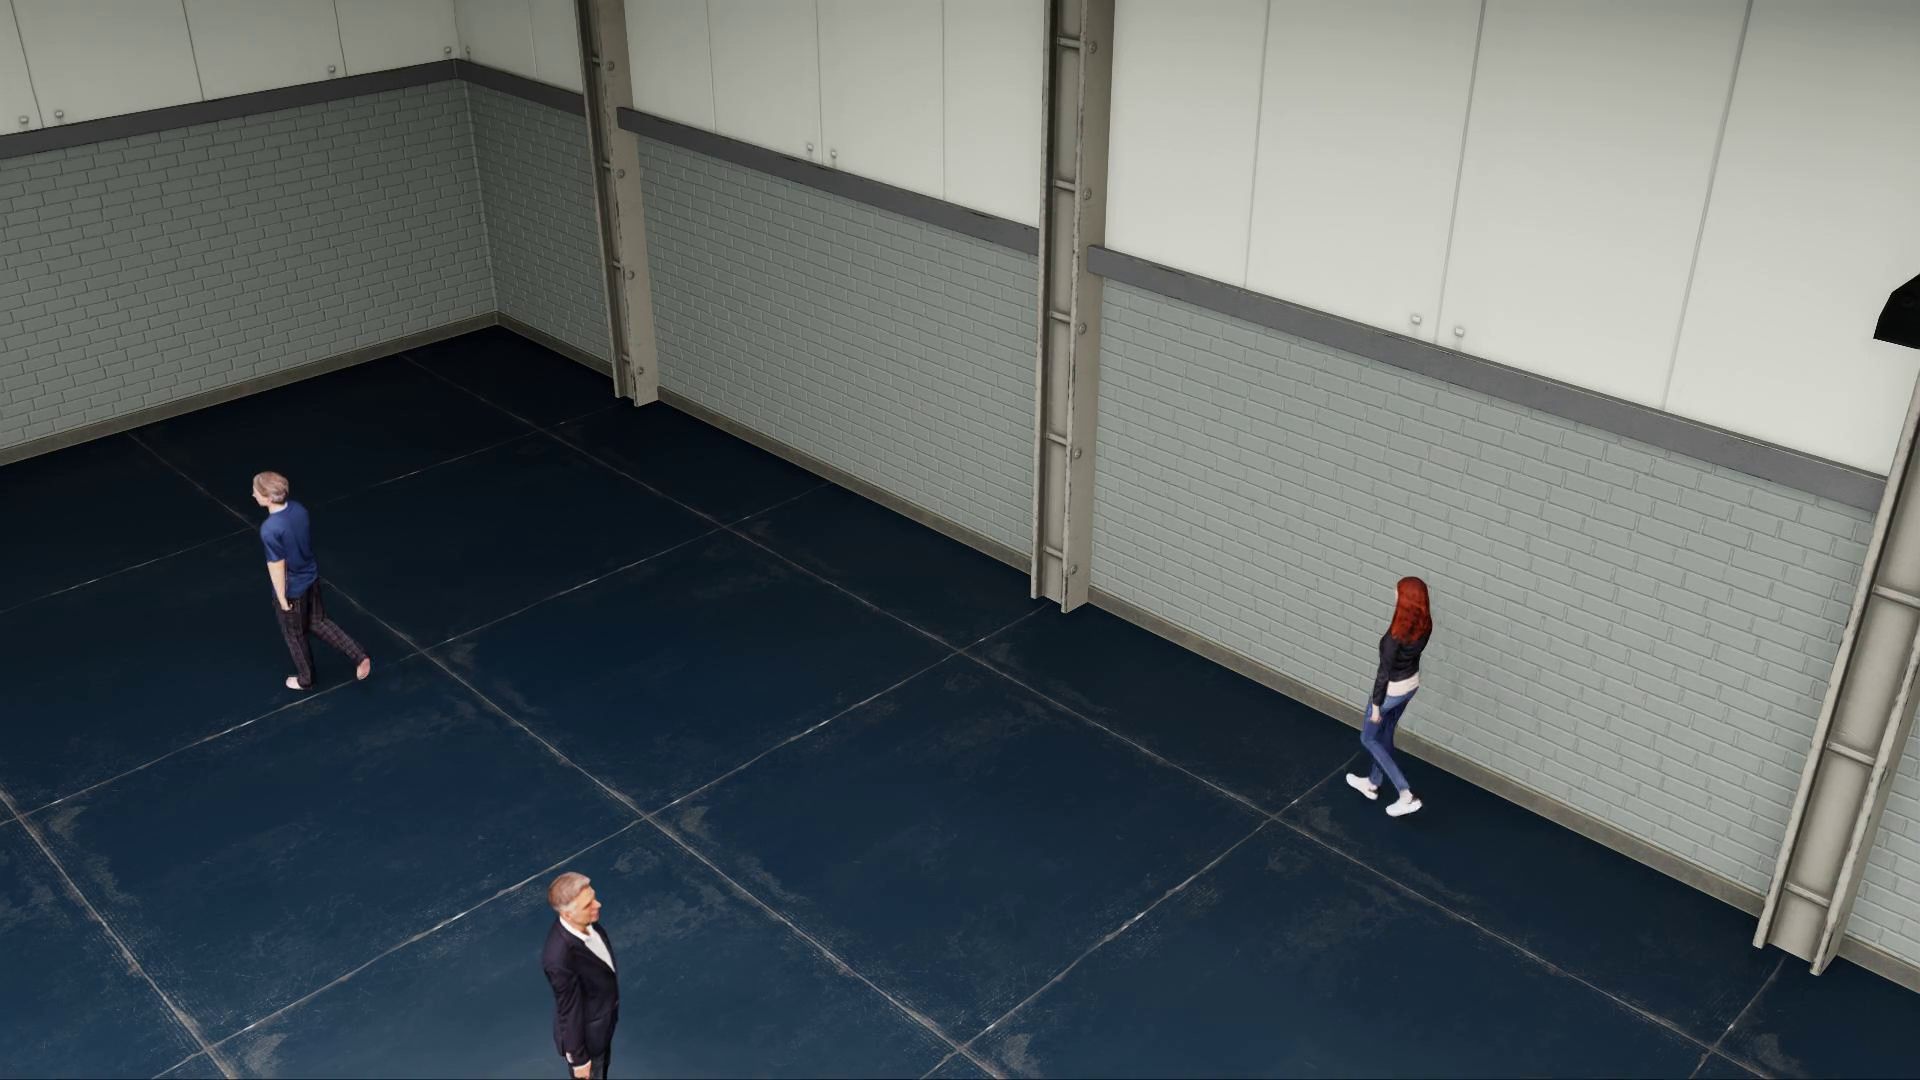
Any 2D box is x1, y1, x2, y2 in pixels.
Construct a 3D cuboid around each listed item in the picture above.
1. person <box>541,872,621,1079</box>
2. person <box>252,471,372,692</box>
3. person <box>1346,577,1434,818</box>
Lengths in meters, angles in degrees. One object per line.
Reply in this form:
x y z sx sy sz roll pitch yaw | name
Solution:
-1.878 2.391 8.335 0.832 1.814 0.775 0 28 0 | person
-4.763 0.342 12.148 1.072 1.848 0.920 9 29 16 | person
2.886 1.051 10.891 0.666 1.776 0.950 -19 33 -31 | person
